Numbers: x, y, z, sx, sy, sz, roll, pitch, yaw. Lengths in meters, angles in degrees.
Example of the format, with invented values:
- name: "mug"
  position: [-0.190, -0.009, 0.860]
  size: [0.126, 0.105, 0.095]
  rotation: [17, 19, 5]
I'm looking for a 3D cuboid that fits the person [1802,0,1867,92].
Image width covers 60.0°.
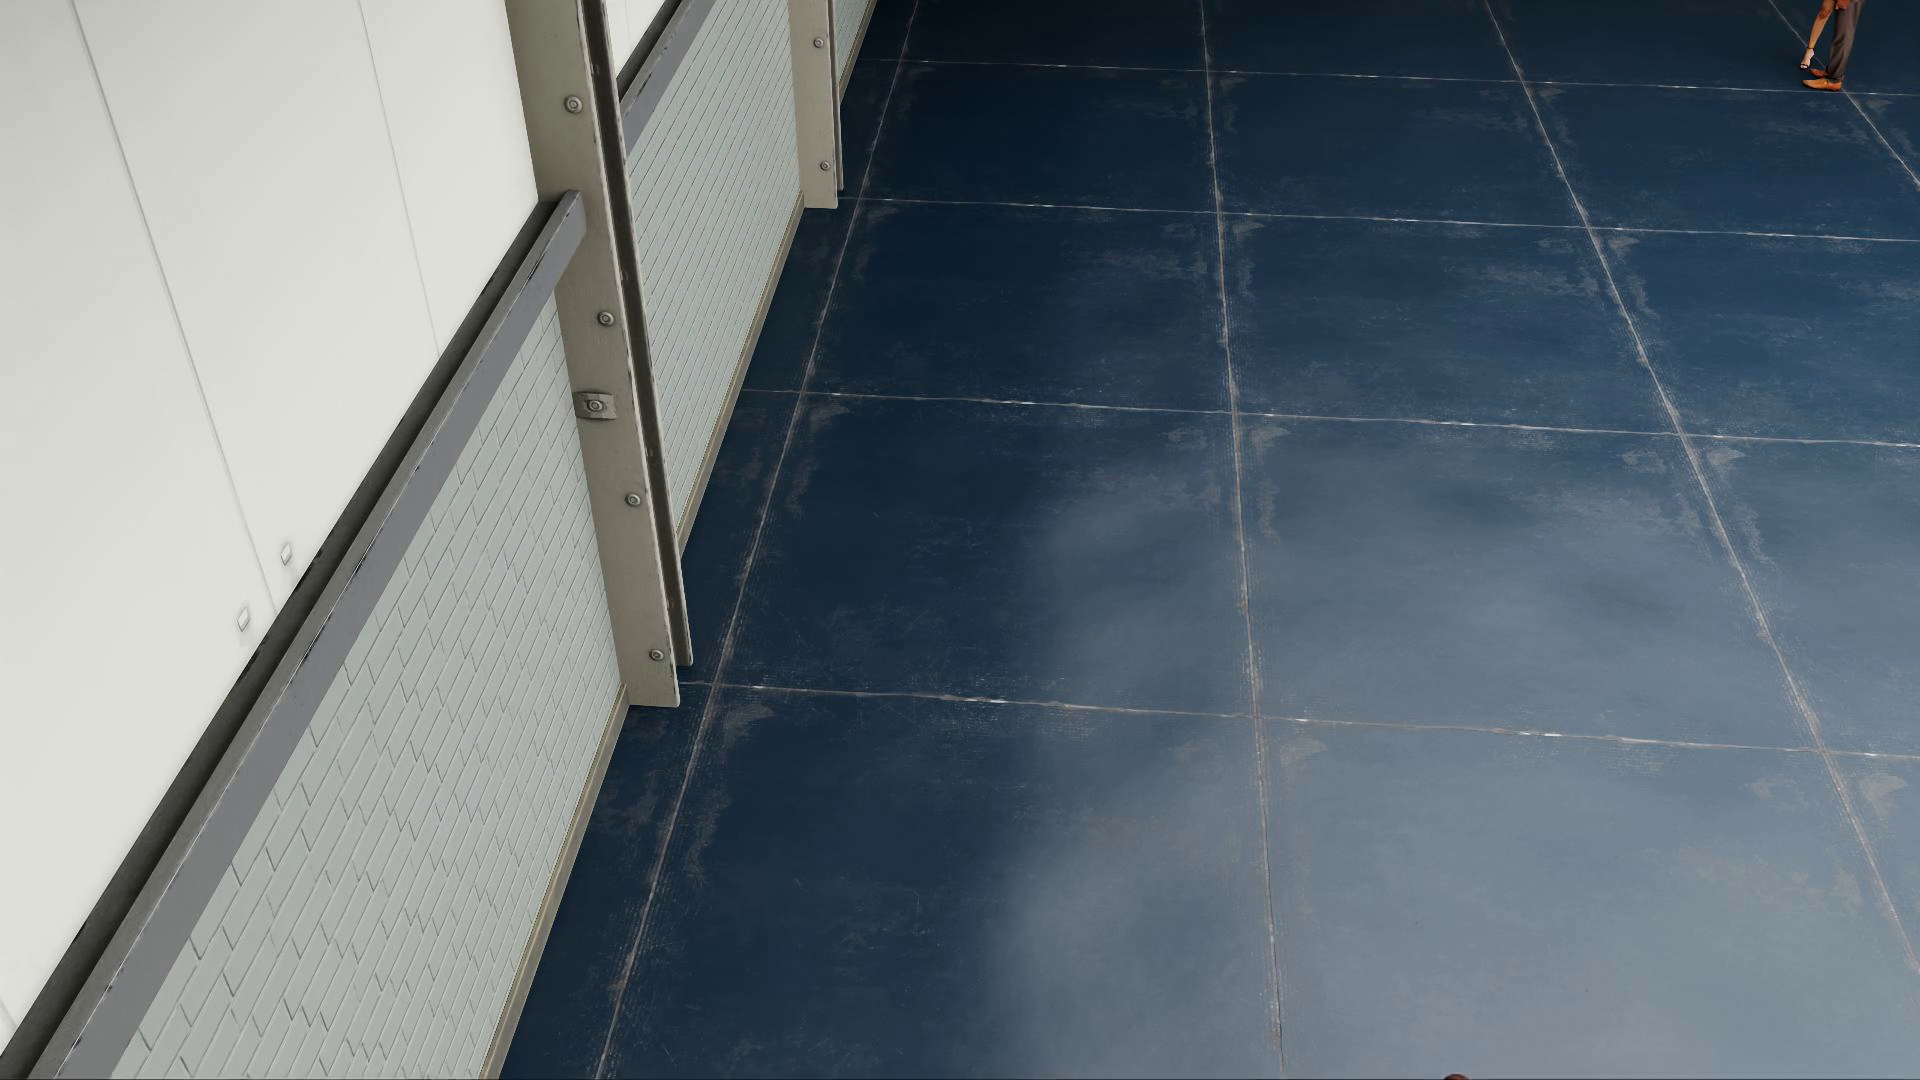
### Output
- name: "person"
  position: [8.245, -5.096, 15.281]
  size: [0.844, 1.908, 0.722]
  rotation: [23, 43, 26]
